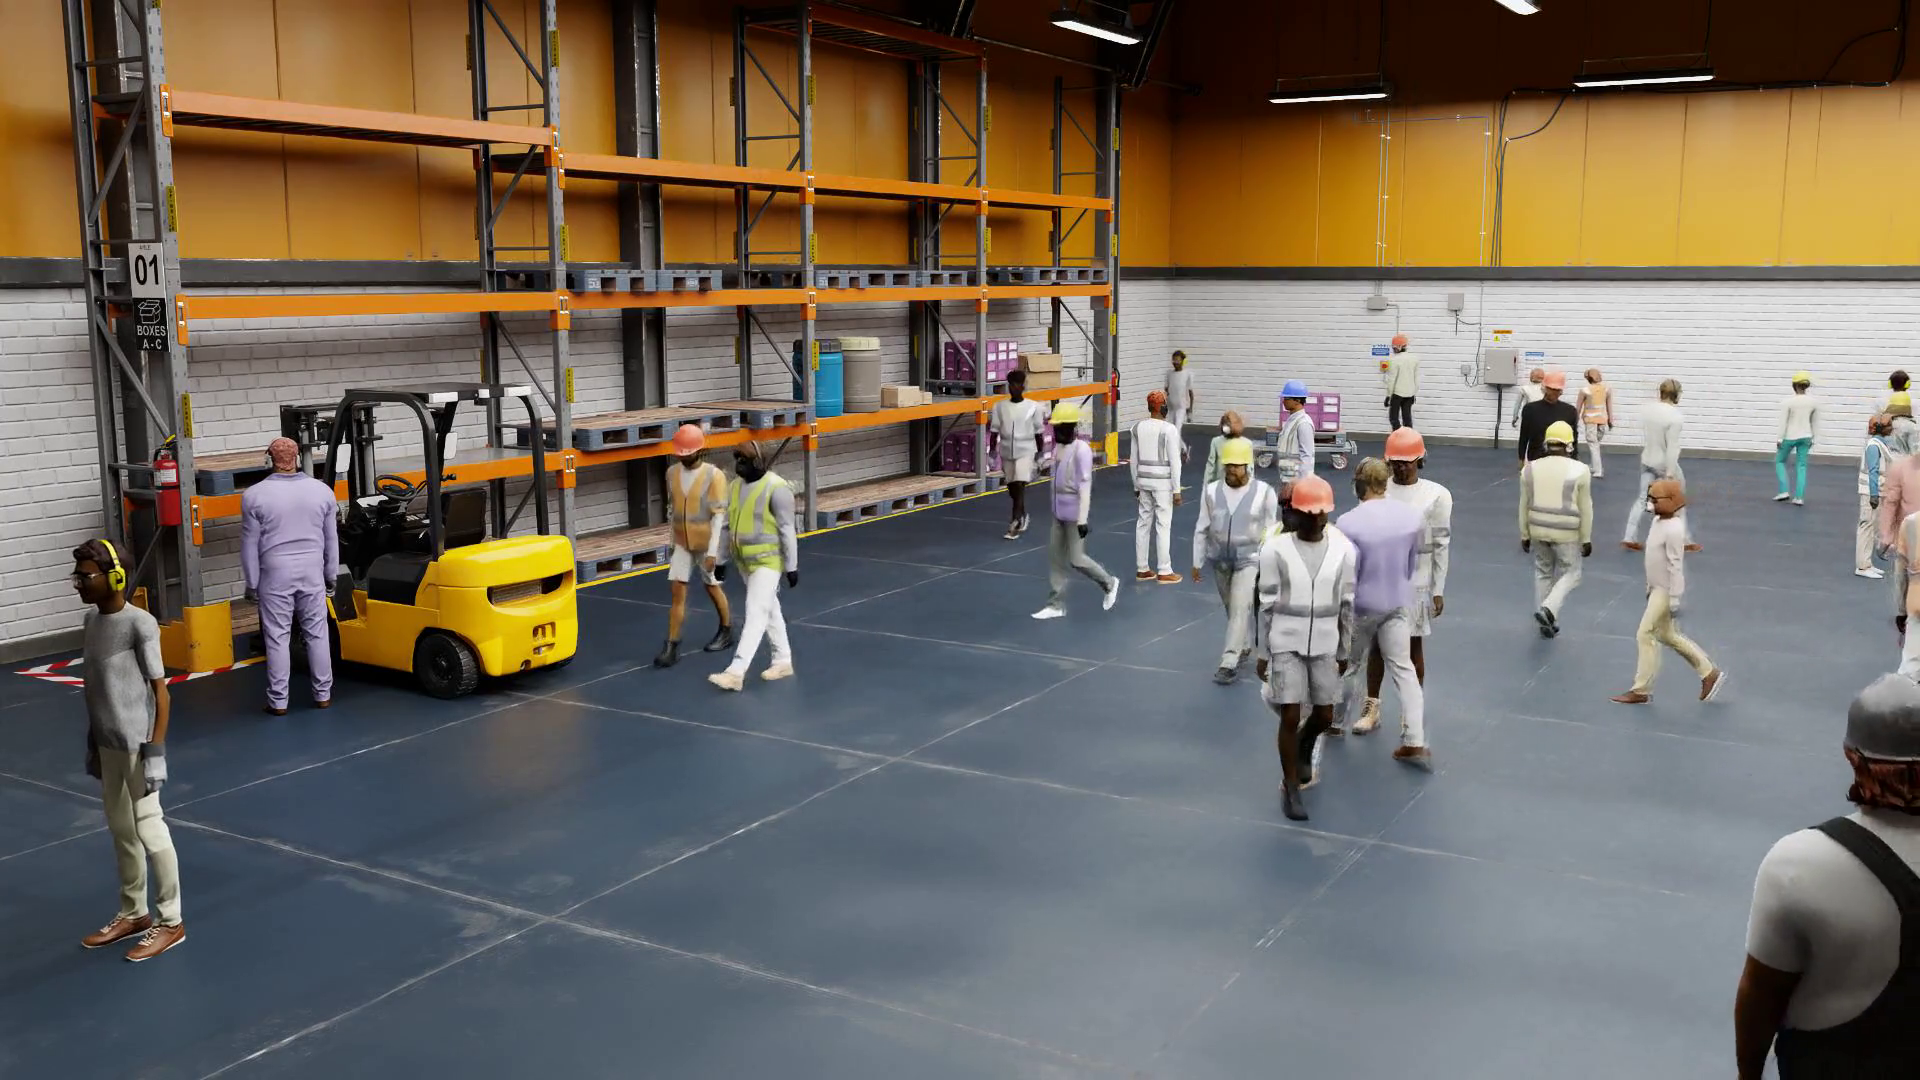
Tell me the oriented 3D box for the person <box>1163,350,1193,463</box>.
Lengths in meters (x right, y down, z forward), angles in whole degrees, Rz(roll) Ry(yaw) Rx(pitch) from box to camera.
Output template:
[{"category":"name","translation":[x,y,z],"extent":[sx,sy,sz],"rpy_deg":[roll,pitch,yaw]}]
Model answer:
[{"category":"person","translation":[3.374,-2.028,25.741],"extent":[0.530,1.852,0.697],"rpy_deg":[8,12,40]}]

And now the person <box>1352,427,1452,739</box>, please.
[{"category":"person","translation":[2.836,0.280,10.753],"extent":[0.605,2.034,0.391],"rpy_deg":[5,10,27]}]

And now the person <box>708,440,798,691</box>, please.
[{"category":"person","translation":[-1.552,0.179,12.093],"extent":[0.912,1.801,0.651],"rpy_deg":[-8,12,-42]}]

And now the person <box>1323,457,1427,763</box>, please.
[{"category":"person","translation":[2.594,0.422,10.382],"extent":[0.642,1.887,1.070],"rpy_deg":[-3,10,-18]}]

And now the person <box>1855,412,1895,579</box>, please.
[{"category":"person","translation":[9.083,-0.448,16.518],"extent":[0.307,1.641,0.513],"rpy_deg":[6,11,33]}]

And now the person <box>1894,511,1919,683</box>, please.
[{"category":"person","translation":[6.076,0.430,10.335],"extent":[1.002,1.874,0.605],"rpy_deg":[-7,11,-36]}]

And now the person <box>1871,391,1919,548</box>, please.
[{"category":"person","translation":[10.218,-0.761,18.190],"extent":[0.439,1.724,0.498],"rpy_deg":[-5,11,-31]}]

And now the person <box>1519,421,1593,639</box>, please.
[{"category":"person","translation":[4.834,-0.063,13.559],"extent":[0.552,1.816,0.610],"rpy_deg":[-9,13,-44]}]

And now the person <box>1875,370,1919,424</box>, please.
[{"category":"person","translation":[11.270,-1.118,20.025],"extent":[0.455,1.854,0.566],"rpy_deg":[-8,12,-40]}]

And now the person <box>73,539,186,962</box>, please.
[{"category":"person","translation":[-3.677,0.913,7.313],"extent":[0.518,1.870,0.323],"rpy_deg":[6,11,32]}]

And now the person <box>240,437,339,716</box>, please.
[{"category":"person","translation":[-4.590,0.244,11.400],"extent":[0.641,1.900,0.404],"rpy_deg":[-8,12,-40]}]

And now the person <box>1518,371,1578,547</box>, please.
[{"category":"person","translation":[6.523,-0.904,18.460],"extent":[0.619,1.930,1.065],"rpy_deg":[3,9,16]}]

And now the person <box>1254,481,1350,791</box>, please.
[{"category":"person","translation":[2.010,0.546,9.749],"extent":[0.664,1.823,0.510],"rpy_deg":[8,12,42]}]

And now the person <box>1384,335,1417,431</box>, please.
[{"category":"person","translation":[7.442,-2.446,27.980],"extent":[0.668,1.970,0.472],"rpy_deg":[-6,11,-32]}]

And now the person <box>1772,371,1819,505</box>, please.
[{"category":"person","translation":[10.882,-1.331,21.691],"extent":[0.545,1.747,0.547],"rpy_deg":[-1,9,-3]}]

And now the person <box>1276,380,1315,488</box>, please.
[{"category":"person","translation":[3.361,-0.632,16.706],"extent":[0.389,1.949,0.603],"rpy_deg":[-1,9,-4]}]

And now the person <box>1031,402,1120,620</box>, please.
[{"category":"person","translation":[1.007,-0.256,14.489],"extent":[0.764,1.907,0.597],"rpy_deg":[-5,10,-27]}]

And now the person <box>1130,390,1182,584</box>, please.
[{"category":"person","translation":[1.914,-0.513,16.170],"extent":[0.573,1.883,0.356],"rpy_deg":[9,12,43]}]

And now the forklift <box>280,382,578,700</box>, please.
[{"category":"forklift","translation":[-3.974,-0.067,12.417],"extent":[2.313,2.155,1.214],"rpy_deg":[5,11,30]}]

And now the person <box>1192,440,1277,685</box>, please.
[{"category":"person","translation":[2.060,0.133,12.473],"extent":[0.614,1.787,0.940],"rpy_deg":[5,10,27]}]

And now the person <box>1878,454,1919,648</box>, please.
[{"category":"person","translation":[7.582,0.005,13.050],"extent":[0.637,1.861,1.009],"rpy_deg":[6,11,35]}]

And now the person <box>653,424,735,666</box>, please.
[{"category":"person","translation":[-2.059,0.018,12.924],"extent":[0.595,1.867,0.993],"rpy_deg":[4,10,23]}]

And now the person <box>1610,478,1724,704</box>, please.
[{"category":"person","translation":[4.972,0.364,11.569],"extent":[0.708,1.607,0.537],"rpy_deg":[2,9,10]}]

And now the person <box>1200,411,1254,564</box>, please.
[{"category":"person","translation":[2.817,-0.560,17.385],"extent":[0.877,1.583,0.509],"rpy_deg":[-9,13,-44]}]

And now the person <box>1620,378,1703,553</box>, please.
[{"category":"person","translation":[7.561,-0.790,17.862],"extent":[0.884,1.903,0.636],"rpy_deg":[-3,9,-16]}]

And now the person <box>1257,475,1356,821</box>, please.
[{"category":"person","translation":[1.922,0.569,9.333],"extent":[0.551,1.920,0.623],"rpy_deg":[0,9,-1]}]

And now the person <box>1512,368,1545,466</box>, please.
[{"category":"person","translation":[8.491,-1.745,24.703],"extent":[0.532,1.612,0.688],"rpy_deg":[1,9,8]}]

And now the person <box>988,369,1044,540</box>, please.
[{"category":"person","translation":[0.664,-1.011,19.144],"extent":[0.618,1.935,0.957],"rpy_deg":[3,10,20]}]

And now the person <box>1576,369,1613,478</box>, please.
[{"category":"person","translation":[9.359,-1.741,24.697],"extent":[0.525,1.600,0.821],"rpy_deg":[-2,9,-11]}]
